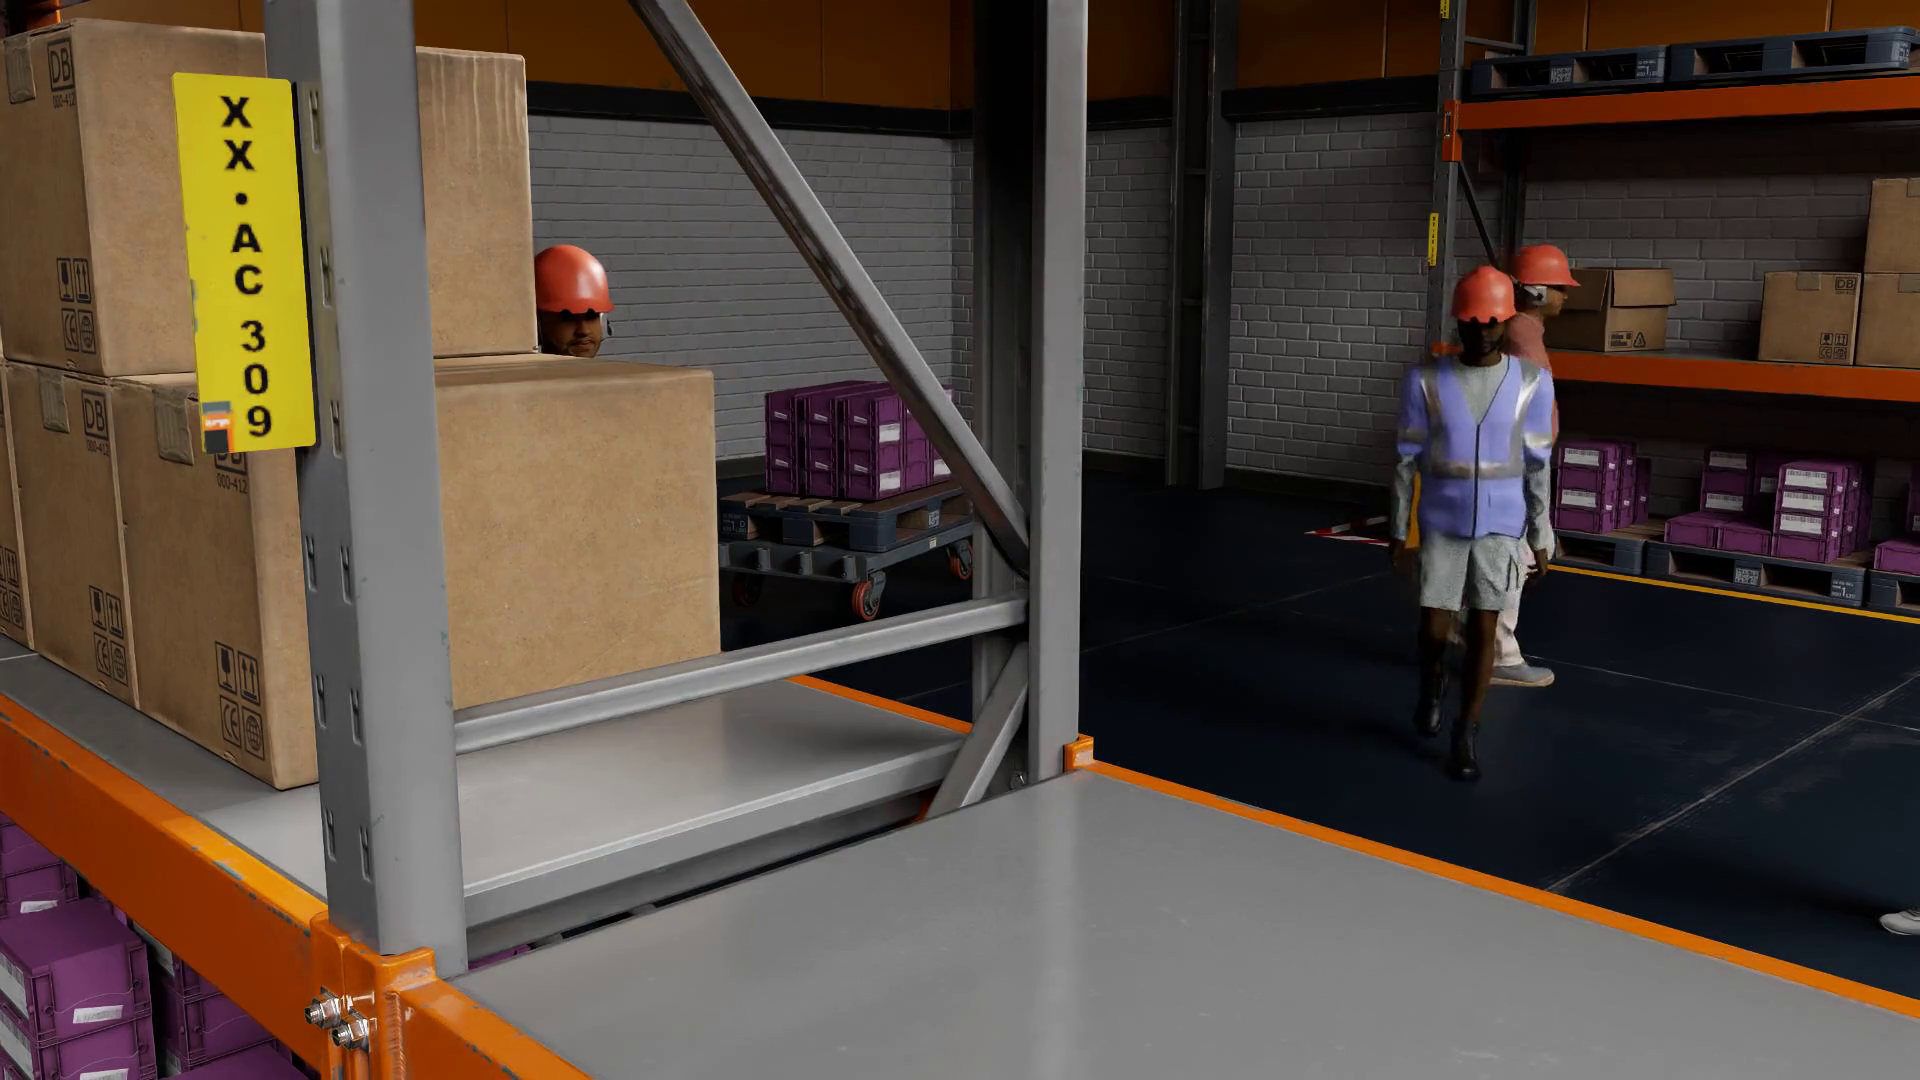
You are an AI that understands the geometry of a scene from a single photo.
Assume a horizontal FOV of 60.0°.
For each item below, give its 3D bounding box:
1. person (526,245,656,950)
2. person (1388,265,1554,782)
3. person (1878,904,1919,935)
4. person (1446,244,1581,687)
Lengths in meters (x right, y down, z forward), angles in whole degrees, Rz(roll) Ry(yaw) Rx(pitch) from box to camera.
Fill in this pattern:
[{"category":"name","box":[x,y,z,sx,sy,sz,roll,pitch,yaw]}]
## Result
[{"category":"person","box":[-1.069,0.189,4.639,0.622,1.993,0.382,-10,14,-43]},{"category":"person","box":[1.912,-0.067,6.251,0.574,1.917,0.538,2,11,12]},{"category":"person","box":[2.918,0.243,4.558,0.379,1.916,0.597,-2,11,-12]},{"category":"person","box":[2.496,-0.313,7.408,0.433,1.980,0.648,2,11,11]}]
